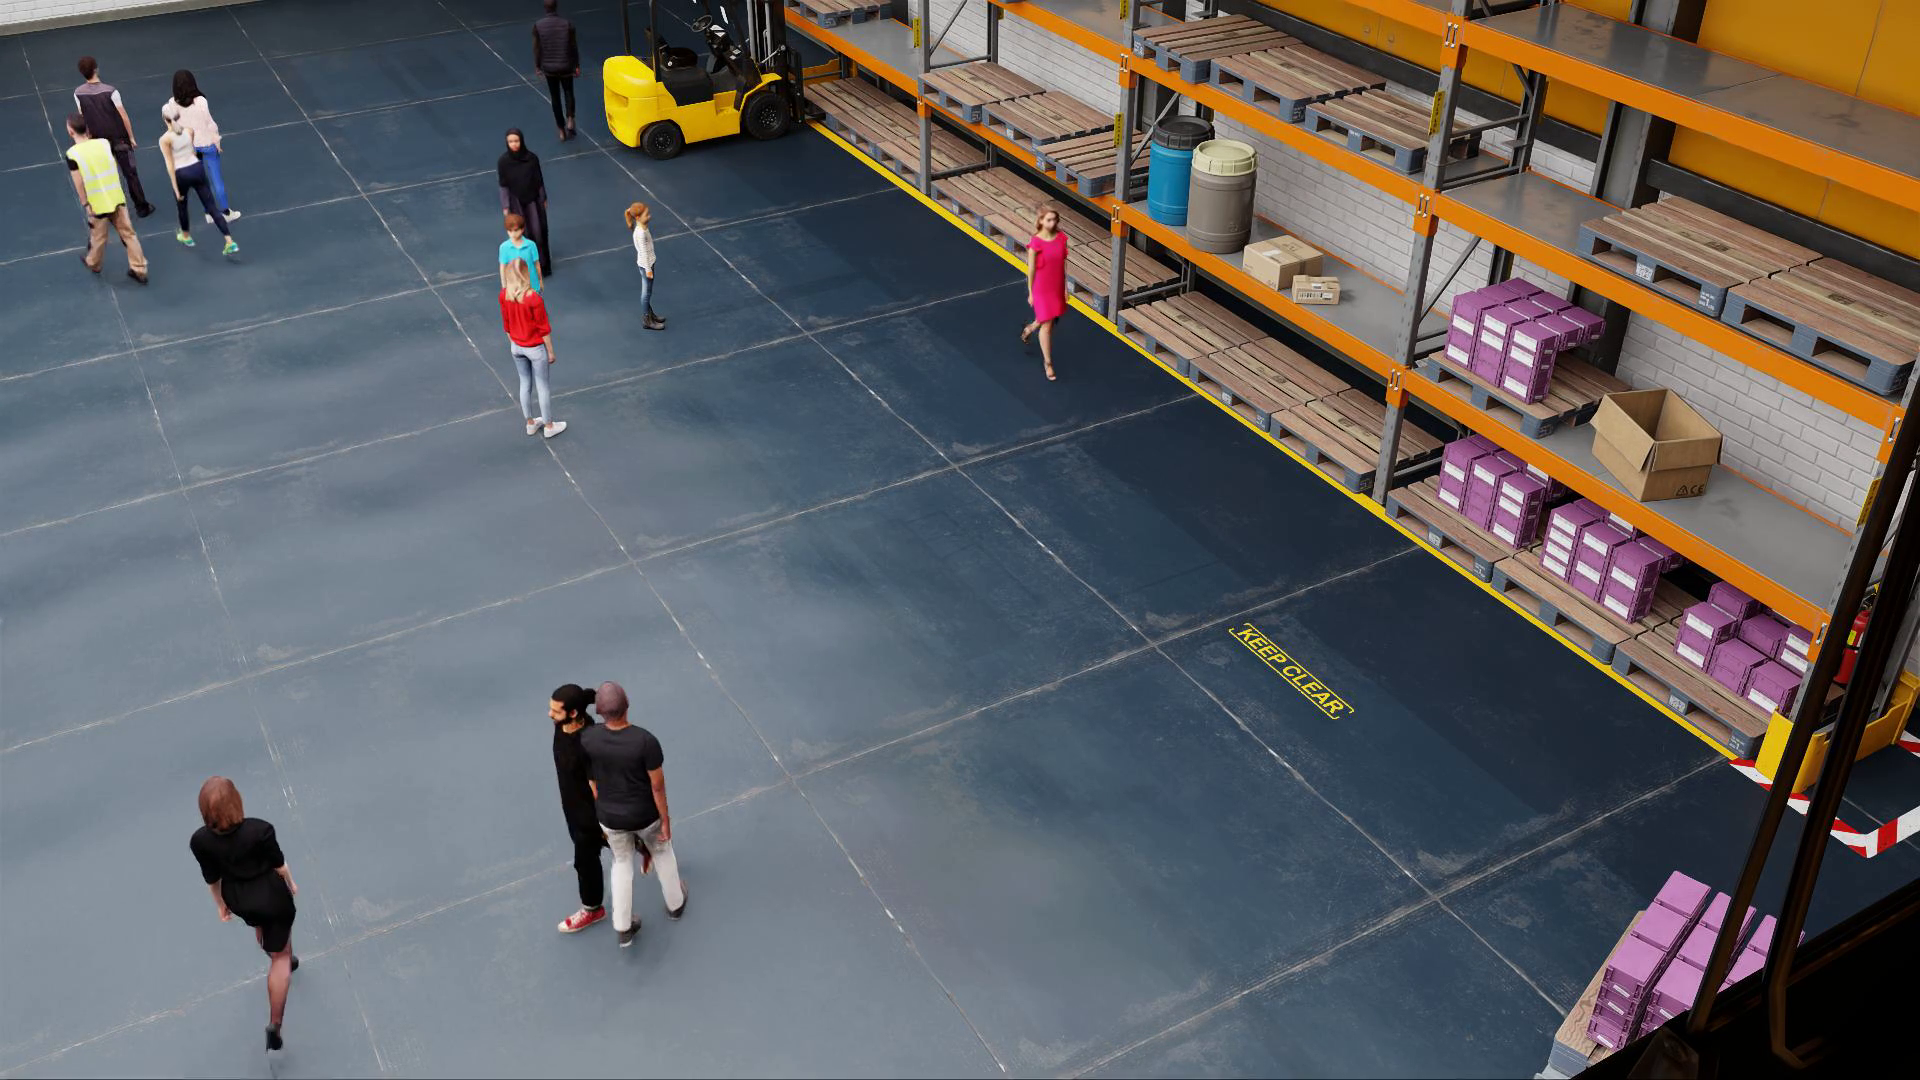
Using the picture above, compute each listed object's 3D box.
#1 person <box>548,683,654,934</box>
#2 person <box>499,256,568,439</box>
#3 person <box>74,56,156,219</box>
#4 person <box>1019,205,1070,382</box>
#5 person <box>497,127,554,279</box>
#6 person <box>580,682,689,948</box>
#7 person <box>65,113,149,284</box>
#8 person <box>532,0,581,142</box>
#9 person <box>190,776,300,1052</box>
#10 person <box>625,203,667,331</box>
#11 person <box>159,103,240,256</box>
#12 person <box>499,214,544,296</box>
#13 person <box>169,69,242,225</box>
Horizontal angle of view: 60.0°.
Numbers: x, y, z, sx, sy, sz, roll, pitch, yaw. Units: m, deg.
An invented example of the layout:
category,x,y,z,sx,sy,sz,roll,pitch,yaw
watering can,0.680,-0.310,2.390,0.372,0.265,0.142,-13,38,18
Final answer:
category,x,y,z,sx,sy,sz,roll,pitch,yaw
person,-2.126,1.527,9.818,0.739,1.740,0.943,-22,39,-29
person,-3.805,-1.697,14.700,0.658,1.705,0.743,12,35,17
person,-9.642,-4.559,18.876,0.728,1.848,0.711,-5,34,-7
person,0.790,-2.391,15.739,0.589,1.710,0.907,-18,38,-25
person,-4.623,-3.635,17.701,0.772,1.610,0.919,-7,34,-10
person,-1.948,1.629,9.630,0.917,1.778,1.014,5,34,7
person,-8.878,-3.516,17.352,1.212,1.798,0.959,24,40,31
person,-5.054,-5.901,20.918,0.822,1.823,0.839,-8,34,-12
person,-3.851,2.044,9.101,0.876,1.671,1.141,-3,34,-4
person,-3.148,-2.748,16.631,0.603,1.316,0.527,-4,34,-6
person,-8.239,-3.847,17.980,1.320,1.654,0.952,21,39,28
person,-4.245,-2.510,16.179,0.746,1.420,1.028,-5,34,-8
person,-8.571,-4.439,18.766,0.723,1.770,0.742,3,34,4
